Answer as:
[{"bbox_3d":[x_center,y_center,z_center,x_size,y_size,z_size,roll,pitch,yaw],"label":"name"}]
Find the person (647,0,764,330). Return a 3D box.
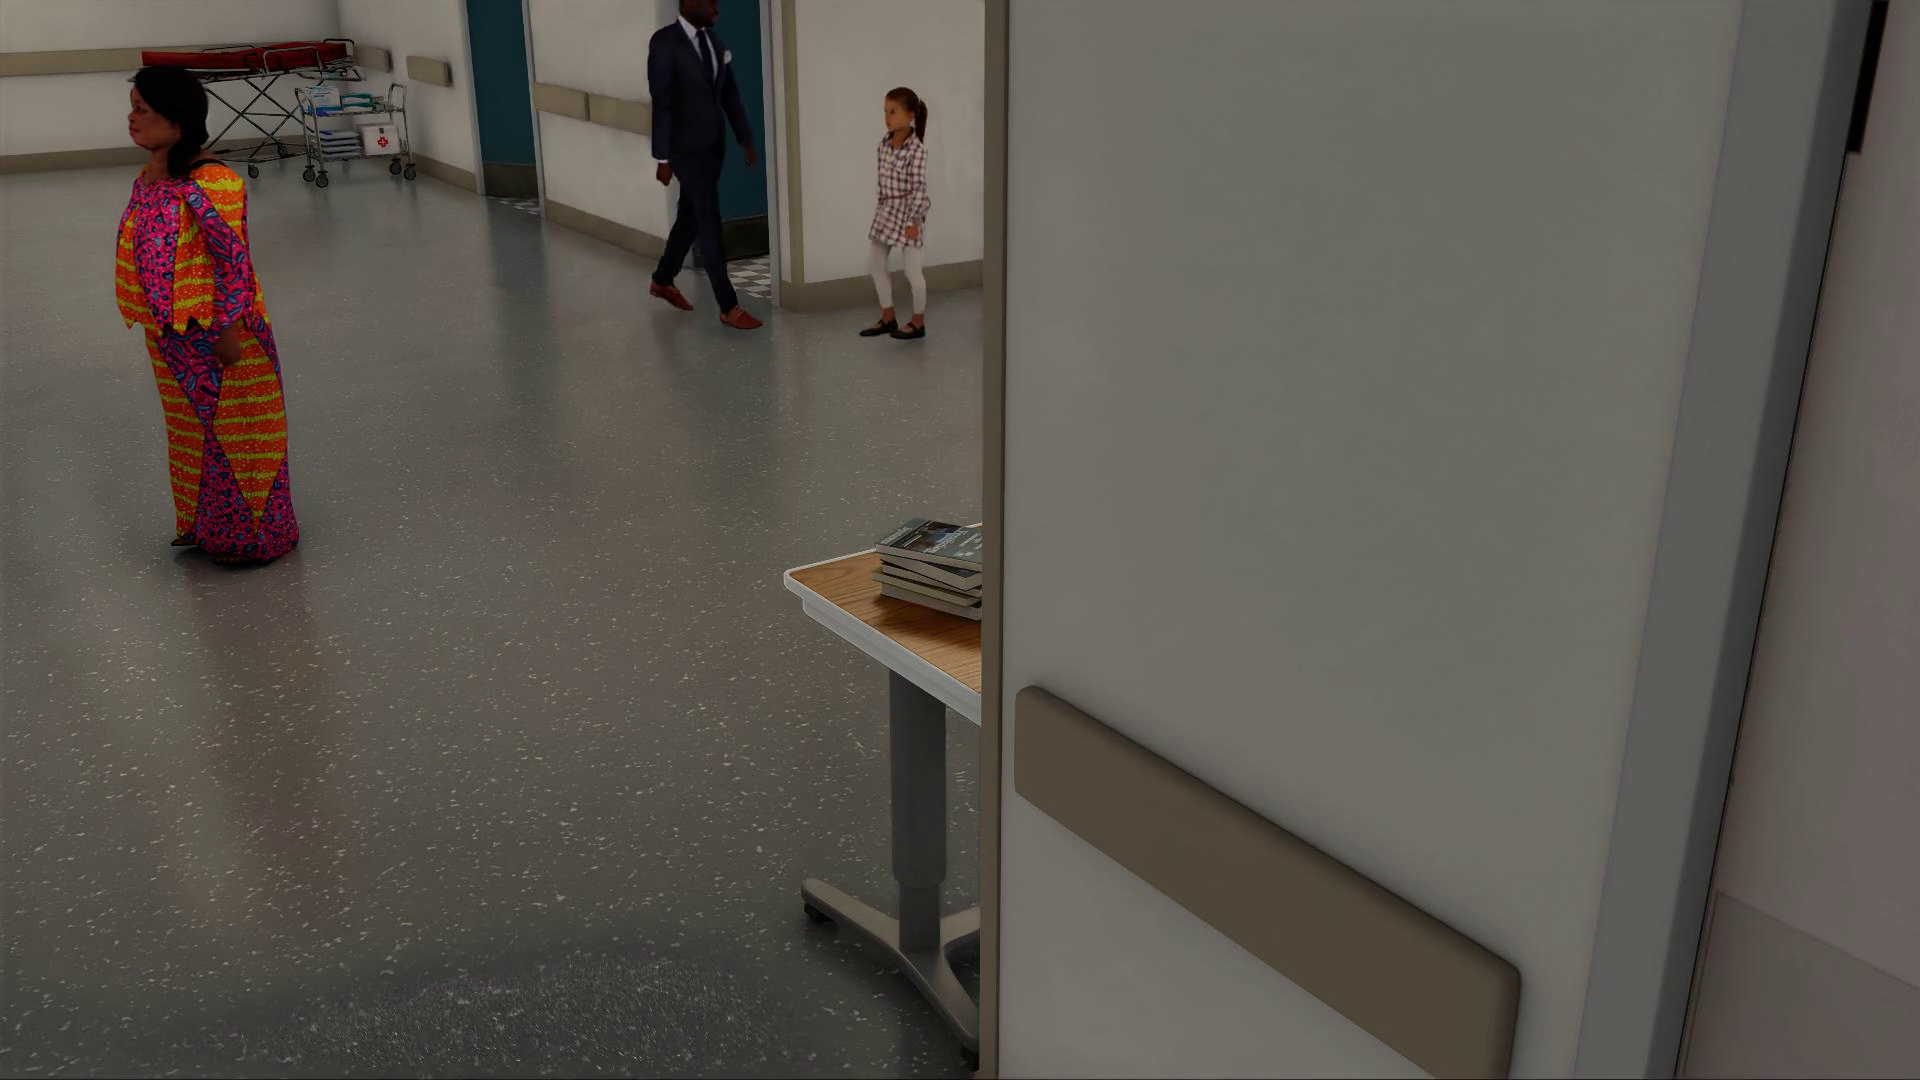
[{"bbox_3d":[-1.475,-2.062,8.919,1.265,1.788,1.025,12,24,28],"label":"person"}]

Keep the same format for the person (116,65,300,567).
[{"bbox_3d":[-2.561,-0.756,5.597,0.678,1.685,0.781,16,26,36],"label":"person"}]

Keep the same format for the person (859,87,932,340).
[{"bbox_3d":[-0.247,-1.684,8.610,0.648,1.300,0.575,-19,28,-40],"label":"person"}]
